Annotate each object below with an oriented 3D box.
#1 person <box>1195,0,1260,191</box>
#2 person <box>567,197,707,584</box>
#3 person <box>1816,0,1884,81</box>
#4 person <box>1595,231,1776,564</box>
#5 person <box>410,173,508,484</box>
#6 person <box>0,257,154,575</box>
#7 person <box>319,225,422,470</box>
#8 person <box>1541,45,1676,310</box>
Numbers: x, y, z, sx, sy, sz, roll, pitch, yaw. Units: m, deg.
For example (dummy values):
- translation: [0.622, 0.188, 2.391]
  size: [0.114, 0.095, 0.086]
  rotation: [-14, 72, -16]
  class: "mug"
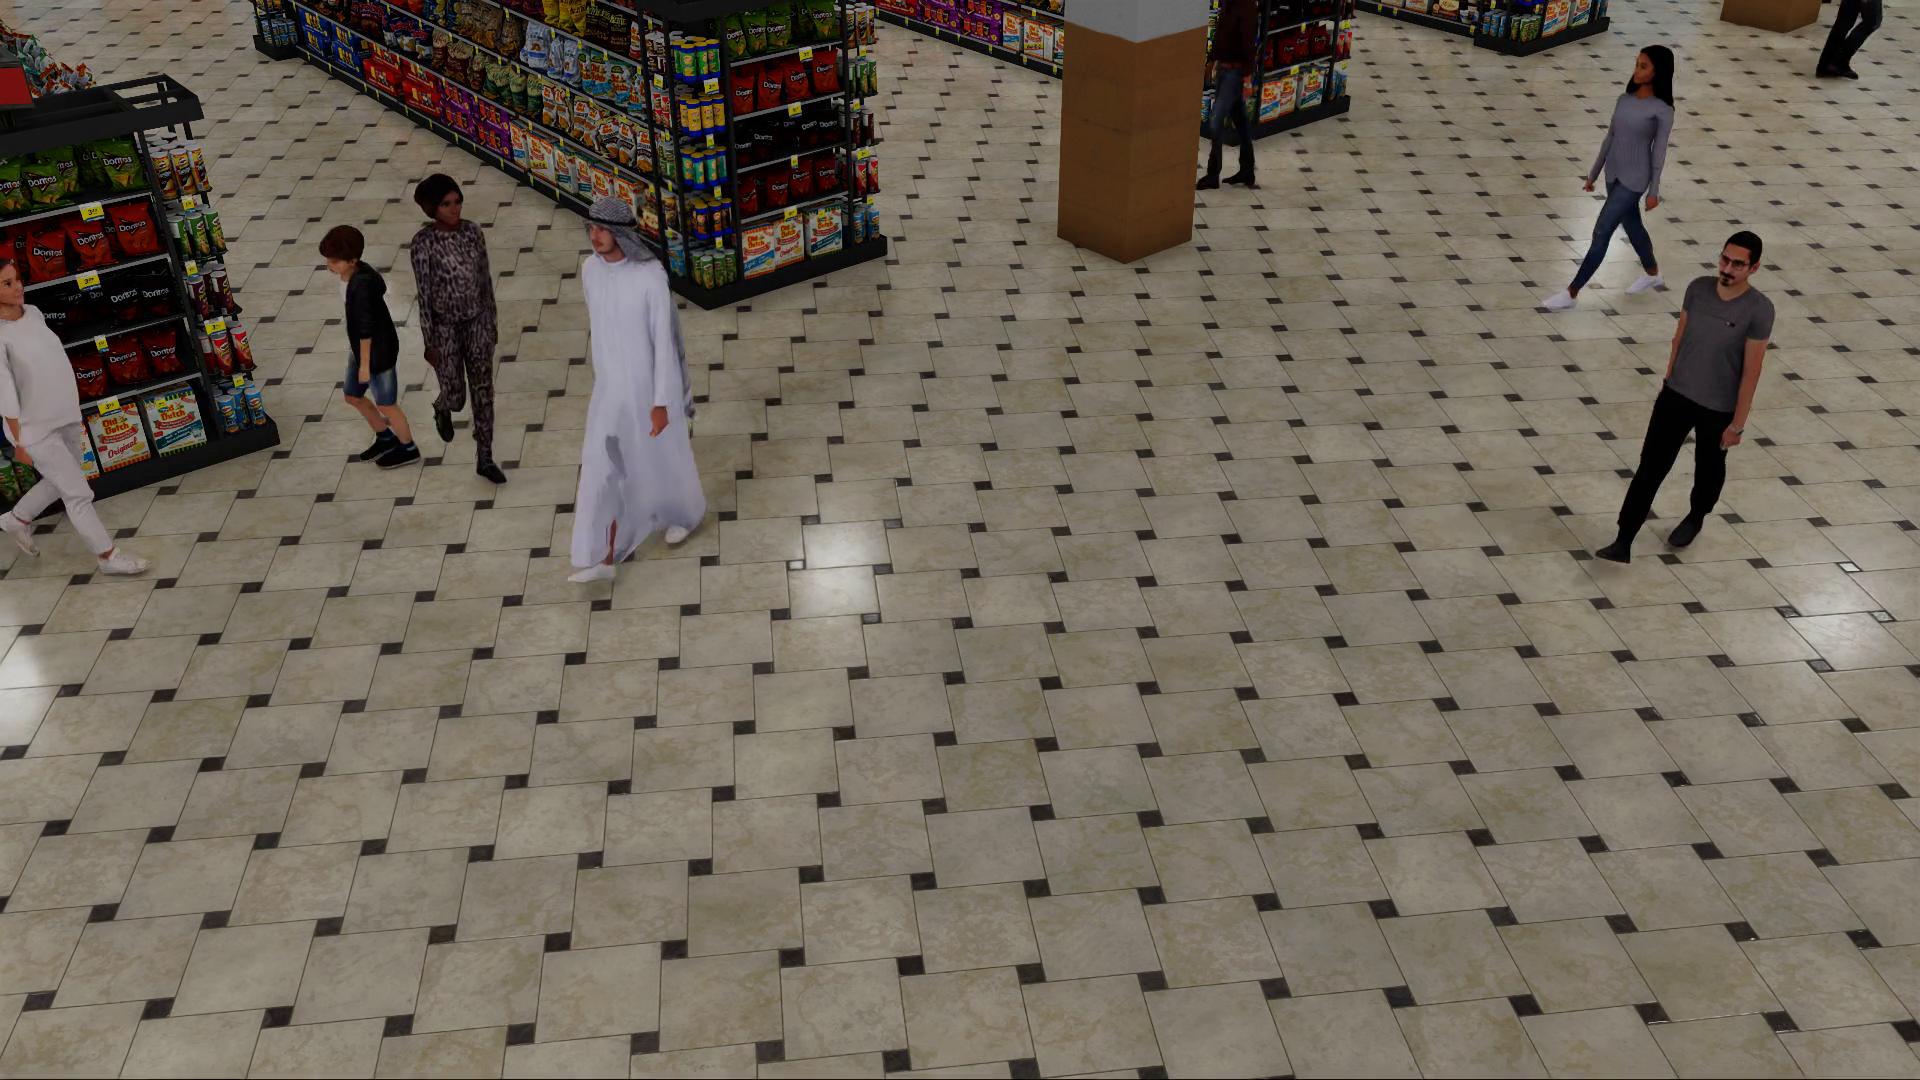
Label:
- translation: [2.176, -3.537, 12.638]
  size: [0.929, 1.759, 0.899]
  rotation: [-4, 32, -7]
  class: "person"
- translation: [-1.498, -0.756, 8.052]
  size: [1.286, 1.881, 1.121]
  rotation: [13, 34, 20]
  class: "person"
- translation: [8.105, -5.095, 15.101]
  size: [0.847, 1.802, 0.800]
  rotation: [5, 32, 8]
  class: "person"
- translation: [3.662, -0.694, 8.112]
  size: [0.760, 1.714, 1.044]
  rotation: [-27, 41, -36]
  class: "person"
- translation: [-2.684, -1.122, 8.813]
  size: [0.589, 1.699, 0.843]
  rotation: [-23, 38, -32]
  class: "person"
- translation: [-4.441, -0.561, 7.940]
  size: [1.058, 1.669, 1.010]
  rotation: [2, 32, 3]
  class: "person"
- translation: [-3.090, -1.026, 8.911]
  size: [0.664, 1.433, 0.544]
  rotation: [-15, 35, -22]
  class: "person"
- translation: [4.380, -2.298, 10.717]
  size: [1.012, 1.685, 1.206]
  rotation: [-9, 33, -15]
  class: "person"
